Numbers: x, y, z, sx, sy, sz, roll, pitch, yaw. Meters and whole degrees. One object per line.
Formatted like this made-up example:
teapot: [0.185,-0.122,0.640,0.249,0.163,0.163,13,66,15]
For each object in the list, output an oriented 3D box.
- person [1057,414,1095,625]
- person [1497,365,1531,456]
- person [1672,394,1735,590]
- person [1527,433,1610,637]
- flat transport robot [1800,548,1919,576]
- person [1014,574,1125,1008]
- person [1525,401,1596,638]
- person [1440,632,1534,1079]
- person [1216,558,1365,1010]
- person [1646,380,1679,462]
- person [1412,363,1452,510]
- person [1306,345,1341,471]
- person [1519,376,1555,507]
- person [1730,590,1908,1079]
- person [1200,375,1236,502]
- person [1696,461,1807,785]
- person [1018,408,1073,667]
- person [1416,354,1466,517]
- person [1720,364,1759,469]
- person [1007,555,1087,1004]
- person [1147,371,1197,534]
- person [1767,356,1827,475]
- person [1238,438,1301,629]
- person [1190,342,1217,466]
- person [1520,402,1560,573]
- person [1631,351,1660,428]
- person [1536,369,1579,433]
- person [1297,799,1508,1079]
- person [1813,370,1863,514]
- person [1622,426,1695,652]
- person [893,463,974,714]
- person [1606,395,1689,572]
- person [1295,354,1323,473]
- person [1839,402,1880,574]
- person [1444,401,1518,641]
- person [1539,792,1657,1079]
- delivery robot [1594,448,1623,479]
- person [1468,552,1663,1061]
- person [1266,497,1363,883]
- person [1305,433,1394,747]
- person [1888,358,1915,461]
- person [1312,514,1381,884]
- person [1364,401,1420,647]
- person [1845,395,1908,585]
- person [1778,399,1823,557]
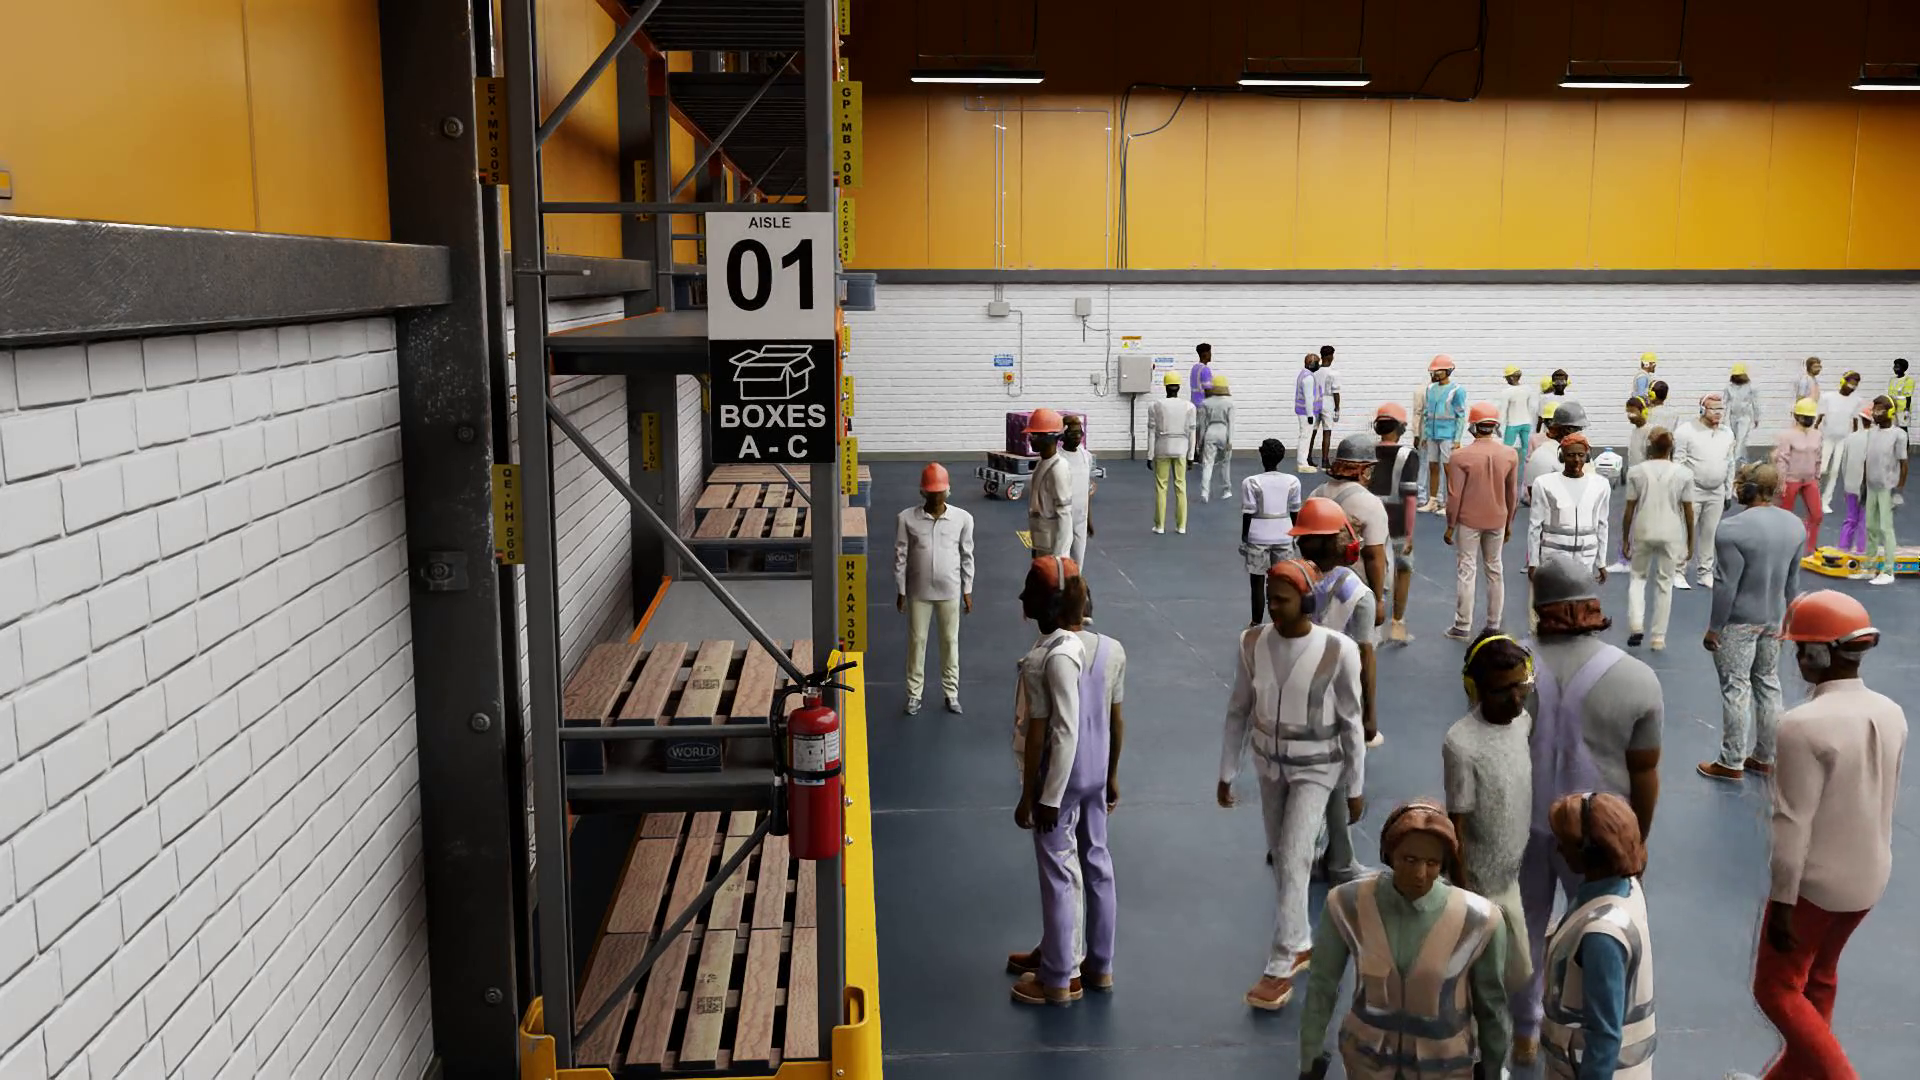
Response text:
person: [0.941,-0.161,14.339,0.513,1.845,0.334,-6,11,-35]
person: [8.043,-1.637,23.926,0.670,1.742,0.508,-4,10,-21]
person: [7.192,-0.463,16.087,0.646,1.901,0.401,-1,9,-9]
person: [4.475,0.153,12.250,0.584,1.882,0.347,0,9,2]
flat transport robot: [9.382,0.211,16.933,1.431,0.197,0.652,0,9,0]
person: [0.454,1.021,6.940,0.514,1.836,0.338,-6,11,-34]
person: [4.875,-0.101,13.348,0.686,2.000,0.538,-7,12,-38]
person: [1.832,1.193,5.890,0.463,1.834,0.647,9,12,43]
person: [1.321,1.009,6.947,0.598,1.856,0.779,8,12,42]
person: [7.801,-0.863,18.678,0.510,1.870,0.328,-3,10,-19]
person: [6.118,-1.357,21.430,0.620,1.983,0.413,-3,10,-21]
person: [5.657,-2.059,25.921,0.379,1.958,0.606,-9,13,-44]
person: [7.696,-1.261,21.636,0.613,1.740,0.487,6,11,32]
person: [2.962,1.164,5.667,0.685,1.964,0.856,-5,10,-27]
person: [3.454,-1.371,22.400,0.504,1.702,0.897,4,10,23]
person: [4.720,0.492,9.944,0.636,1.938,0.358,-3,10,-21]
person: [0.654,0.023,12.560,0.389,2.045,0.606,-2,9,-10]
person: [6.053,-1.315,20.965,0.389,2.041,0.614,-6,11,-32]
person: [11.912,-1.849,25.449,0.993,1.675,0.501,-8,12,-42]
person: [0.380,0.993,6.974,0.355,1.885,0.573,0,9,1]
person: [2.475,-1.023,19.540,0.582,1.919,0.397,-1,9,-9]
person: [12.855,-1.907,25.422,0.527,1.819,0.773,-8,12,-41]
person: [2.558,0.003,13.771,0.541,1.696,0.315,-2,9,-15]
person: [3.872,-2.164,26.536,0.367,1.966,0.607,-3,9,-16]
person: [5.957,-0.516,16.819,0.525,1.769,0.310,6,11,33]
person: [10.958,-2.110,26.667,0.405,1.824,0.585,4,10,23]
person: [7.451,-1.201,20.794,0.508,1.872,0.329,2,9,13]
person: [1.186,1.514,4.542,0.539,1.607,0.759,4,10,26]
person: [11.133,-1.253,21.213,0.609,1.835,0.502,2,9,11]
person: [5.622,0.001,13.364,0.554,1.833,0.399,4,10,26]
person: [-0.178,0.337,11.507,0.563,1.749,0.336,-1,9,-4]
person: [6.988,-0.547,16.838,0.738,1.844,0.539,0,9,-2]
person: [5.374,-1.950,25.628,0.430,1.838,0.630,1,9,8]
person: [9.249,-0.533,16.968,0.346,1.747,0.572,-1,9,-8]
person: [4.309,-0.150,13.800,0.612,1.995,0.378,-2,9,-11]
person: [1.758,1.490,4.619,0.313,1.639,0.513,4,10,23]
delivery robot: [9.308,-1.085,23.885,0.477,0.478,0.707,4,10,26]
person: [2.262,1.025,6.281,0.688,2.000,0.650,4,10,25]
person: [1.802,0.747,8.343,0.377,1.938,0.547,-3,10,-18]
person: [2.546,0.308,10.785,0.535,2.000,0.680,-5,10,-27]
person: [15.324,-2.121,27.139,0.322,1.691,0.533,-1,9,-9]
person: [1.858,0.793,8.332,0.387,1.849,0.566,-6,11,-31]
person: [3.487,-0.120,13.543,0.611,2.011,0.697,8,12,39]
person: [9.060,-0.494,16.370,0.312,1.865,0.531,-2,9,-11]
person: [8.816,-0.586,17.318,0.559,1.747,0.658,-2,9,-12]
